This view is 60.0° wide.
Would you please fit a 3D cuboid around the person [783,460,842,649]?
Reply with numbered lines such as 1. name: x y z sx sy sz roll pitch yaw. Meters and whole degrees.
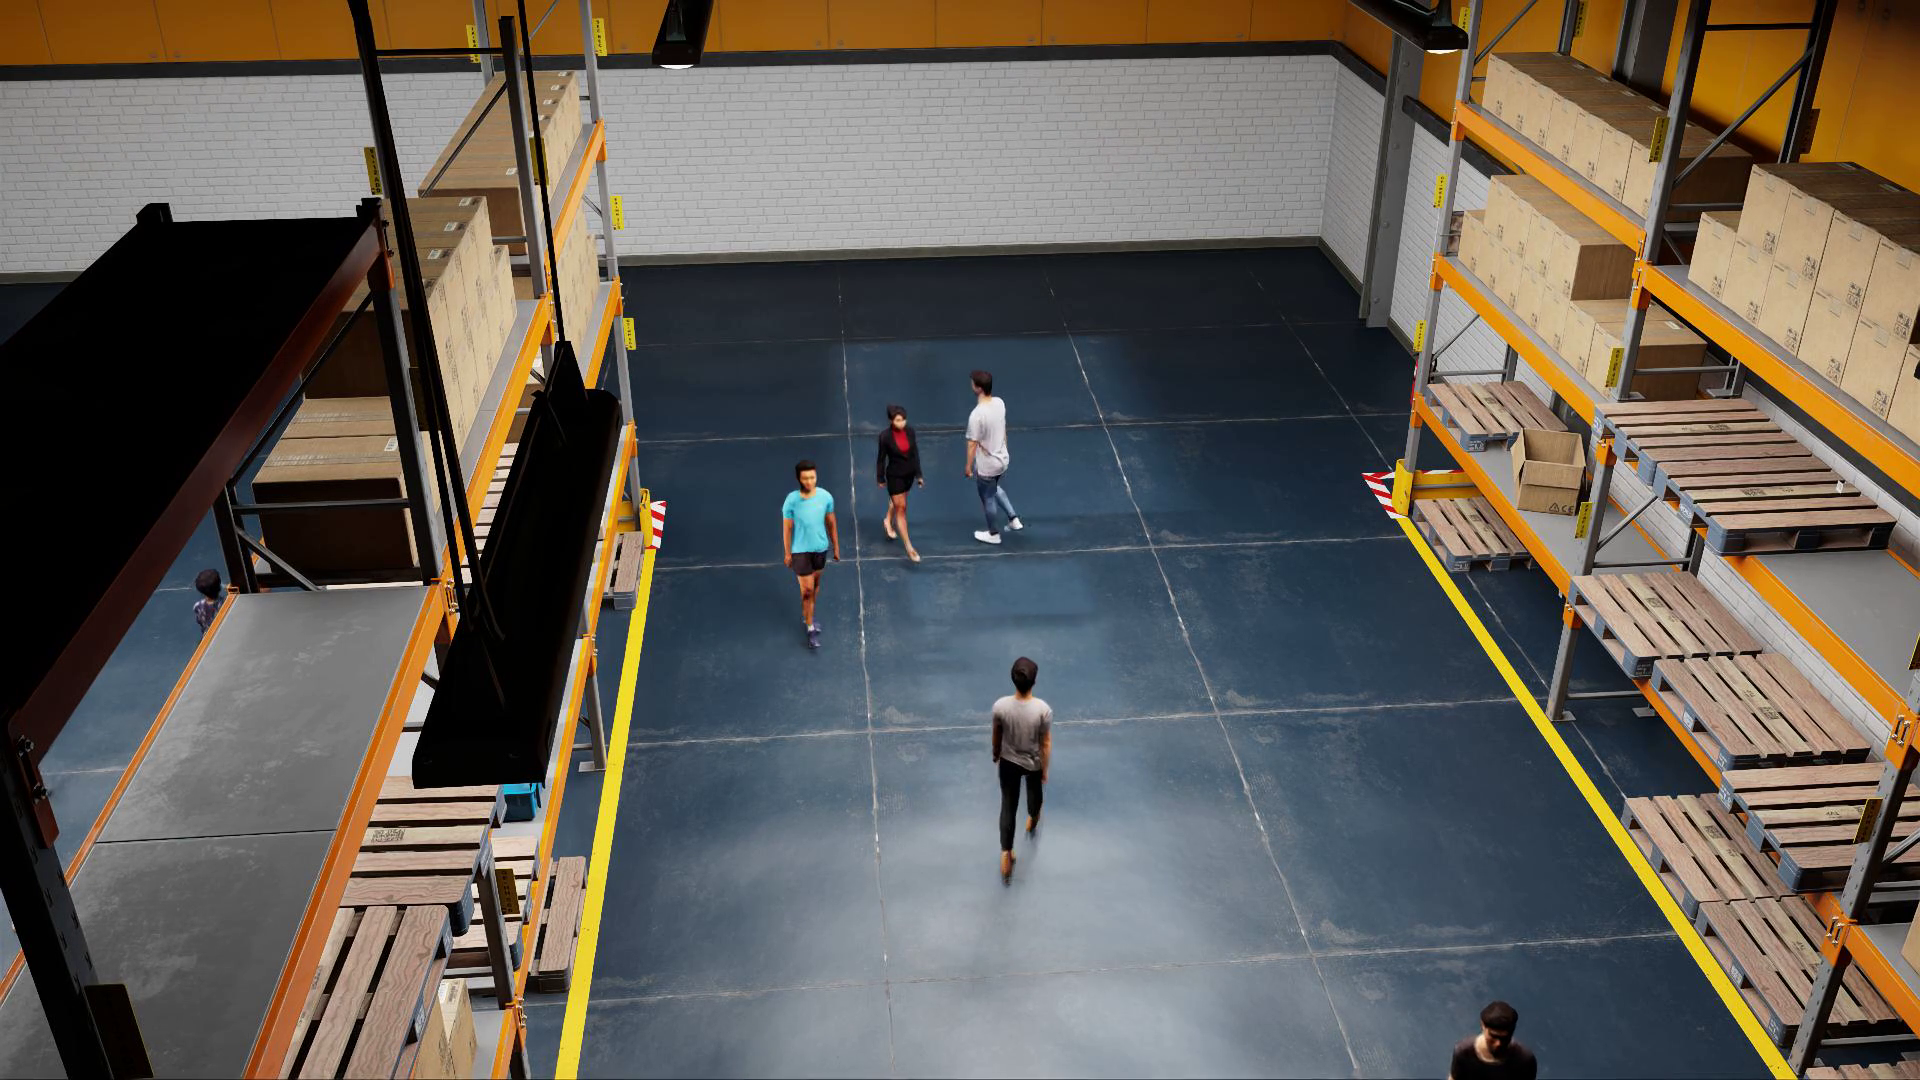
1. person: -1.403 0.046 15.181 0.792 1.761 0.929 -12 31 -21

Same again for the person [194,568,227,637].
1. person: -6.361 0.856 14.261 0.548 1.220 0.844 -5 29 -10

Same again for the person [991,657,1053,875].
1. person: 0.431 1.676 12.275 0.828 1.682 1.186 6 29 11

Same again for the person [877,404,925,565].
1. person: -0.638 -0.609 16.568 0.885 1.584 1.128 -17 33 -29

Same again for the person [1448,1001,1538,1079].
1. person: 2.988 3.225 9.423 0.782 1.696 1.066 5 29 9

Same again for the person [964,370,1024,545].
1. person: 0.379 -0.782 16.587 0.941 1.869 0.883 19 34 31
